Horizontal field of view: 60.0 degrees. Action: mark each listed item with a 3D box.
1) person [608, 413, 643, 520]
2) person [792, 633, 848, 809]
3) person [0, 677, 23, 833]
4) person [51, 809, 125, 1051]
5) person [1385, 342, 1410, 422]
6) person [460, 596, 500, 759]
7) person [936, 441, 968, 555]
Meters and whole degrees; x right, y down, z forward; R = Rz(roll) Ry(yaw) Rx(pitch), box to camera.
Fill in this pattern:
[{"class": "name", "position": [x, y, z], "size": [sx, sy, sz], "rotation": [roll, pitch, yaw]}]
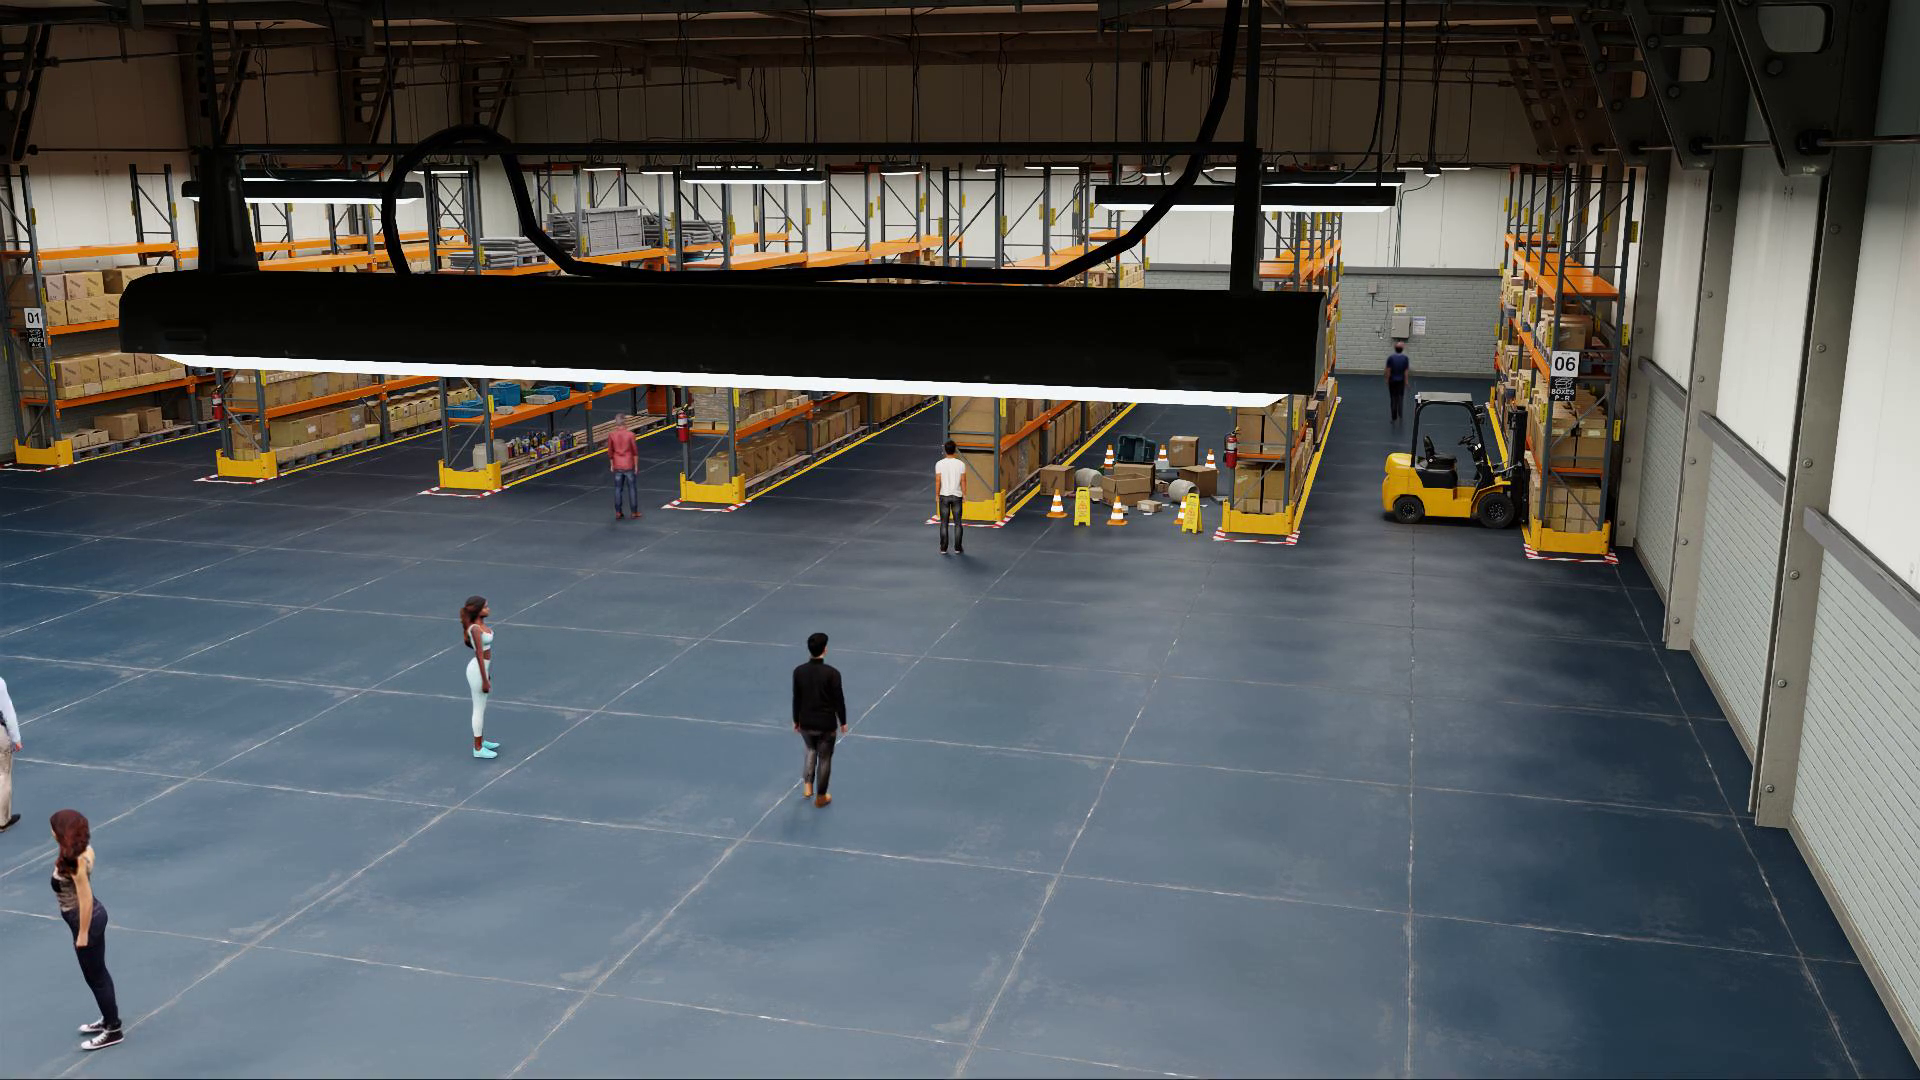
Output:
[{"class": "person", "position": [-5.853, -1.296, 28.982], "size": [0.697, 1.830, 0.570], "rotation": [2, 13, 10]}, {"class": "person", "position": [-1.389, 1.759, 16.044], "size": [0.670, 1.714, 0.582], "rotation": [5, 14, 19]}, {"class": "person", "position": [-9.024, 1.851, 15.379], "size": [0.760, 1.836, 0.800], "rotation": [-1, 13, -4]}, {"class": "person", "position": [-6.164, 2.725, 11.755], "size": [0.761, 1.768, 0.688], "rotation": [-6, 14, -25]}, {"class": "person", "position": [10.380, -3.734, 39.498], "size": [0.787, 1.835, 1.111], "rotation": [2, 13, 7]}, {"class": "person", "position": [-5.050, 1.420, 17.487], "size": [0.706, 1.725, 0.611], "rotation": [-3, 13, -14]}, {"class": "person", "position": [-0.149, -0.689, 26.418], "size": [0.696, 1.804, 0.628], "rotation": [0, 13, -1]}]
